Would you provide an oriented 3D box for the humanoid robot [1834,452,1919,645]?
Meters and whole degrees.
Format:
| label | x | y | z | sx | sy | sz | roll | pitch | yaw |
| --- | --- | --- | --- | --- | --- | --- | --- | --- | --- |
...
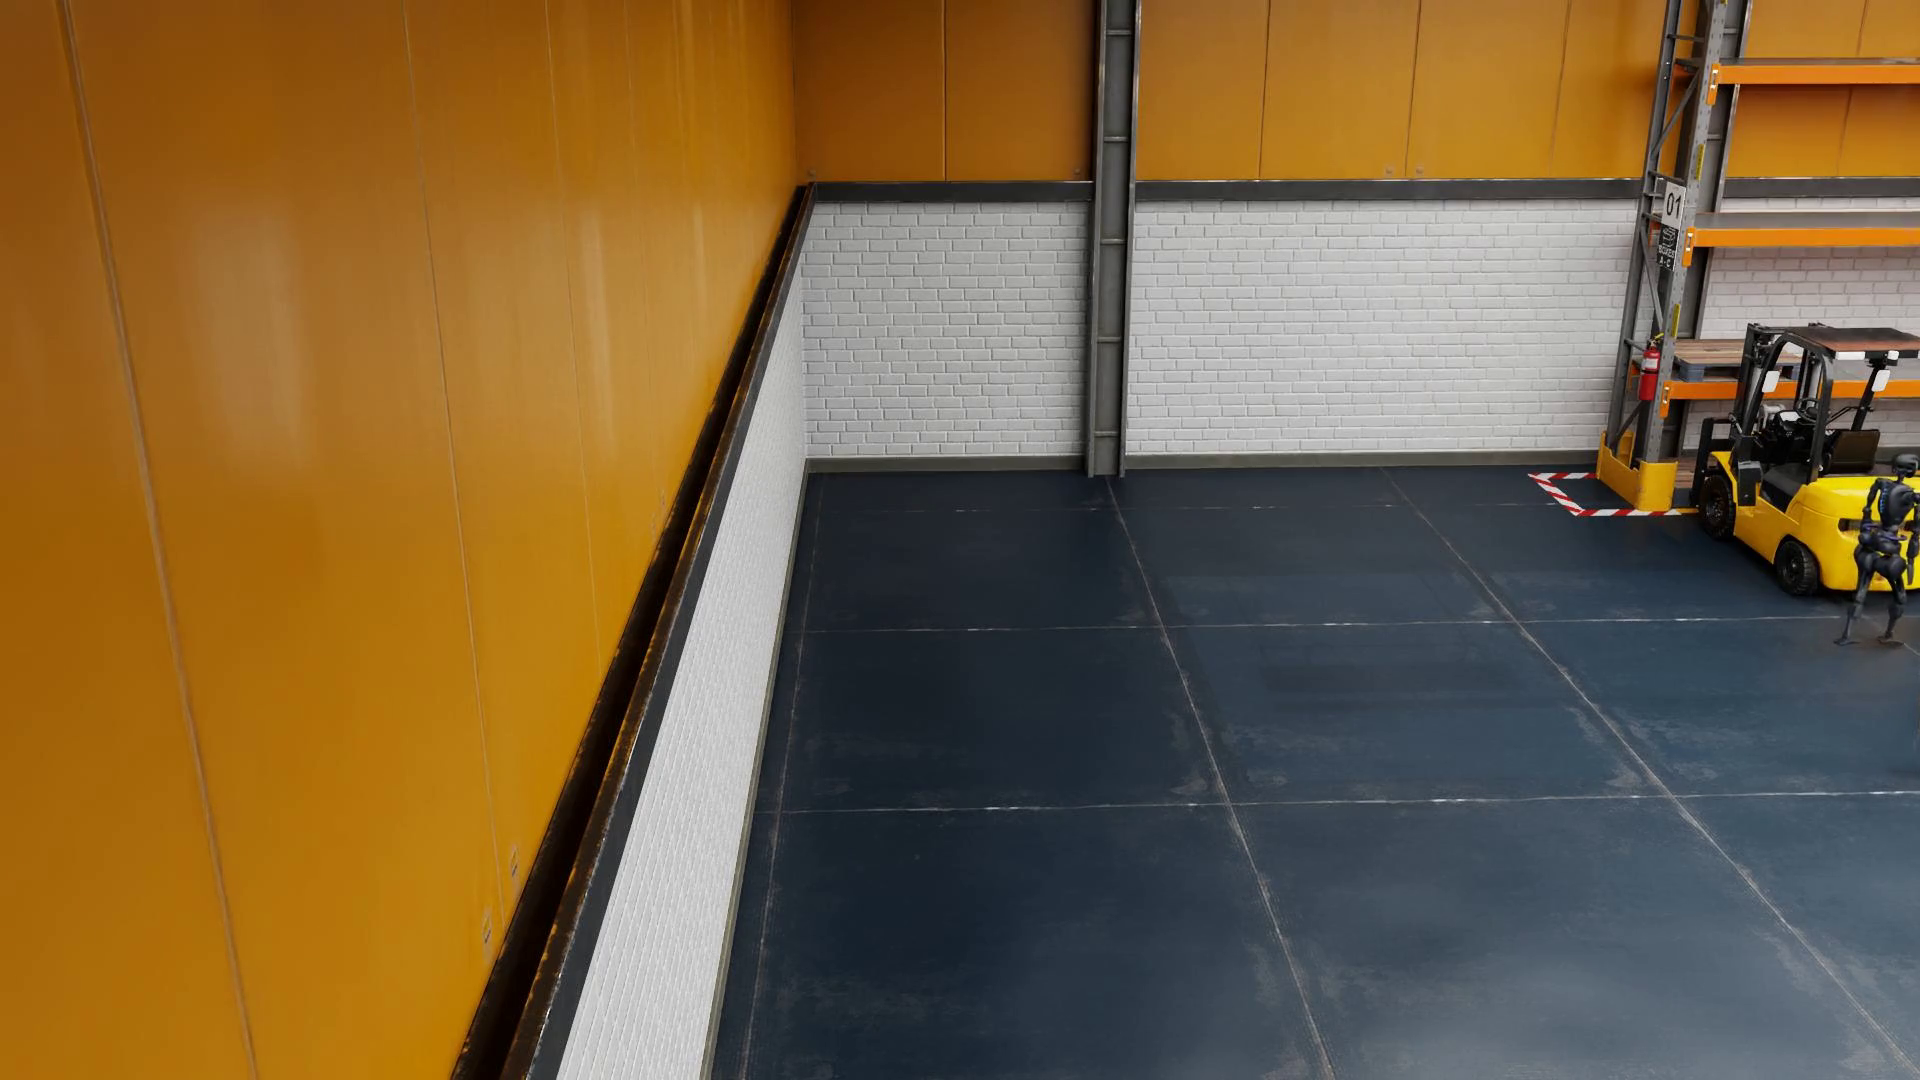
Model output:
| label | x | y | z | sx | sy | sz | roll | pitch | yaw |
| --- | --- | --- | --- | --- | --- | --- | --- | --- | --- |
| humanoid robot | 7.425 | 0.072 | 13.334 | 0.526 | 1.645 | 0.584 | -7 | 21 | -18 |

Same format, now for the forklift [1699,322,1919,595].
| label | x | y | z | sx | sy | sz | roll | pitch | yaw |
| --- | --- | --- | --- | --- | --- | --- | --- | --- | --- |
| forklift | 7.809 | -0.792 | 14.926 | 1.214 | 2.155 | 2.313 | -1 | 20 | -2 |
